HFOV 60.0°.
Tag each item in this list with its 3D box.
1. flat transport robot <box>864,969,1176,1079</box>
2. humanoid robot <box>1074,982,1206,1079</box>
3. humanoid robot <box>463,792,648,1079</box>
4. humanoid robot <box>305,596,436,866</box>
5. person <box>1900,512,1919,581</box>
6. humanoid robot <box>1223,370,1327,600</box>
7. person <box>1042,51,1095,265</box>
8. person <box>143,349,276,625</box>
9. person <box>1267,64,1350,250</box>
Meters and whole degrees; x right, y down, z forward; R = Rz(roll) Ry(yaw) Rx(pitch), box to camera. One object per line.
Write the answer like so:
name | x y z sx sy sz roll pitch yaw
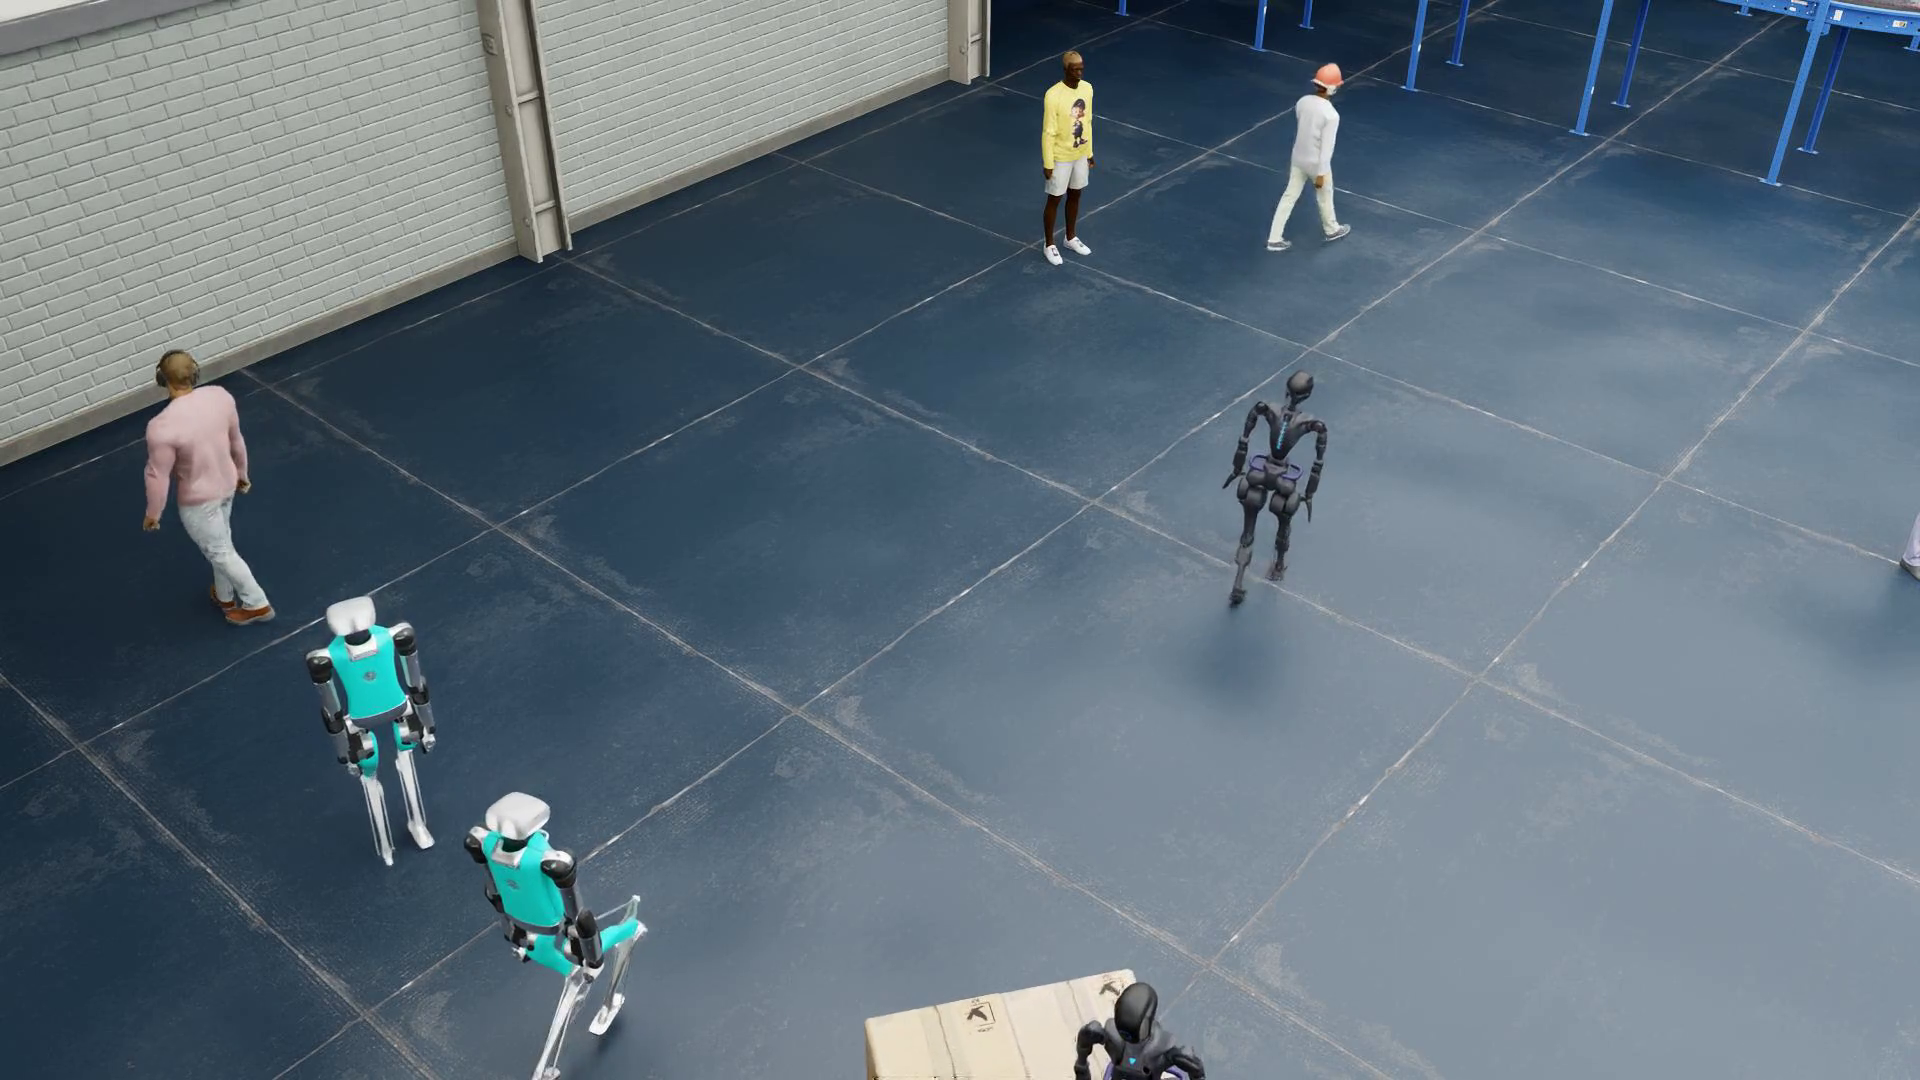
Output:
flat transport robot | 0.297 2.849 7.388 0.659 0.231 1.431 -8 36 -11
humanoid robot | 0.782 2.348 6.890 0.614 1.635 0.455 12 37 16
humanoid robot | -1.805 1.758 7.650 0.553 1.770 0.928 13 38 18
humanoid robot | -3.075 0.952 8.778 0.532 1.795 0.676 -18 39 -24
person | 6.592 -0.576 10.837 0.565 1.846 0.390 -22 41 -28
humanoid robot | 2.012 -0.375 10.739 0.625 1.646 0.634 15 38 20
person | 0.955 -3.402 14.760 0.555 1.898 0.369 -24 42 -29
person | -4.745 -0.297 10.390 0.545 1.920 0.714 11 37 15
person | 3.200 -3.451 14.995 0.923 1.694 0.572 -19 39 -24
